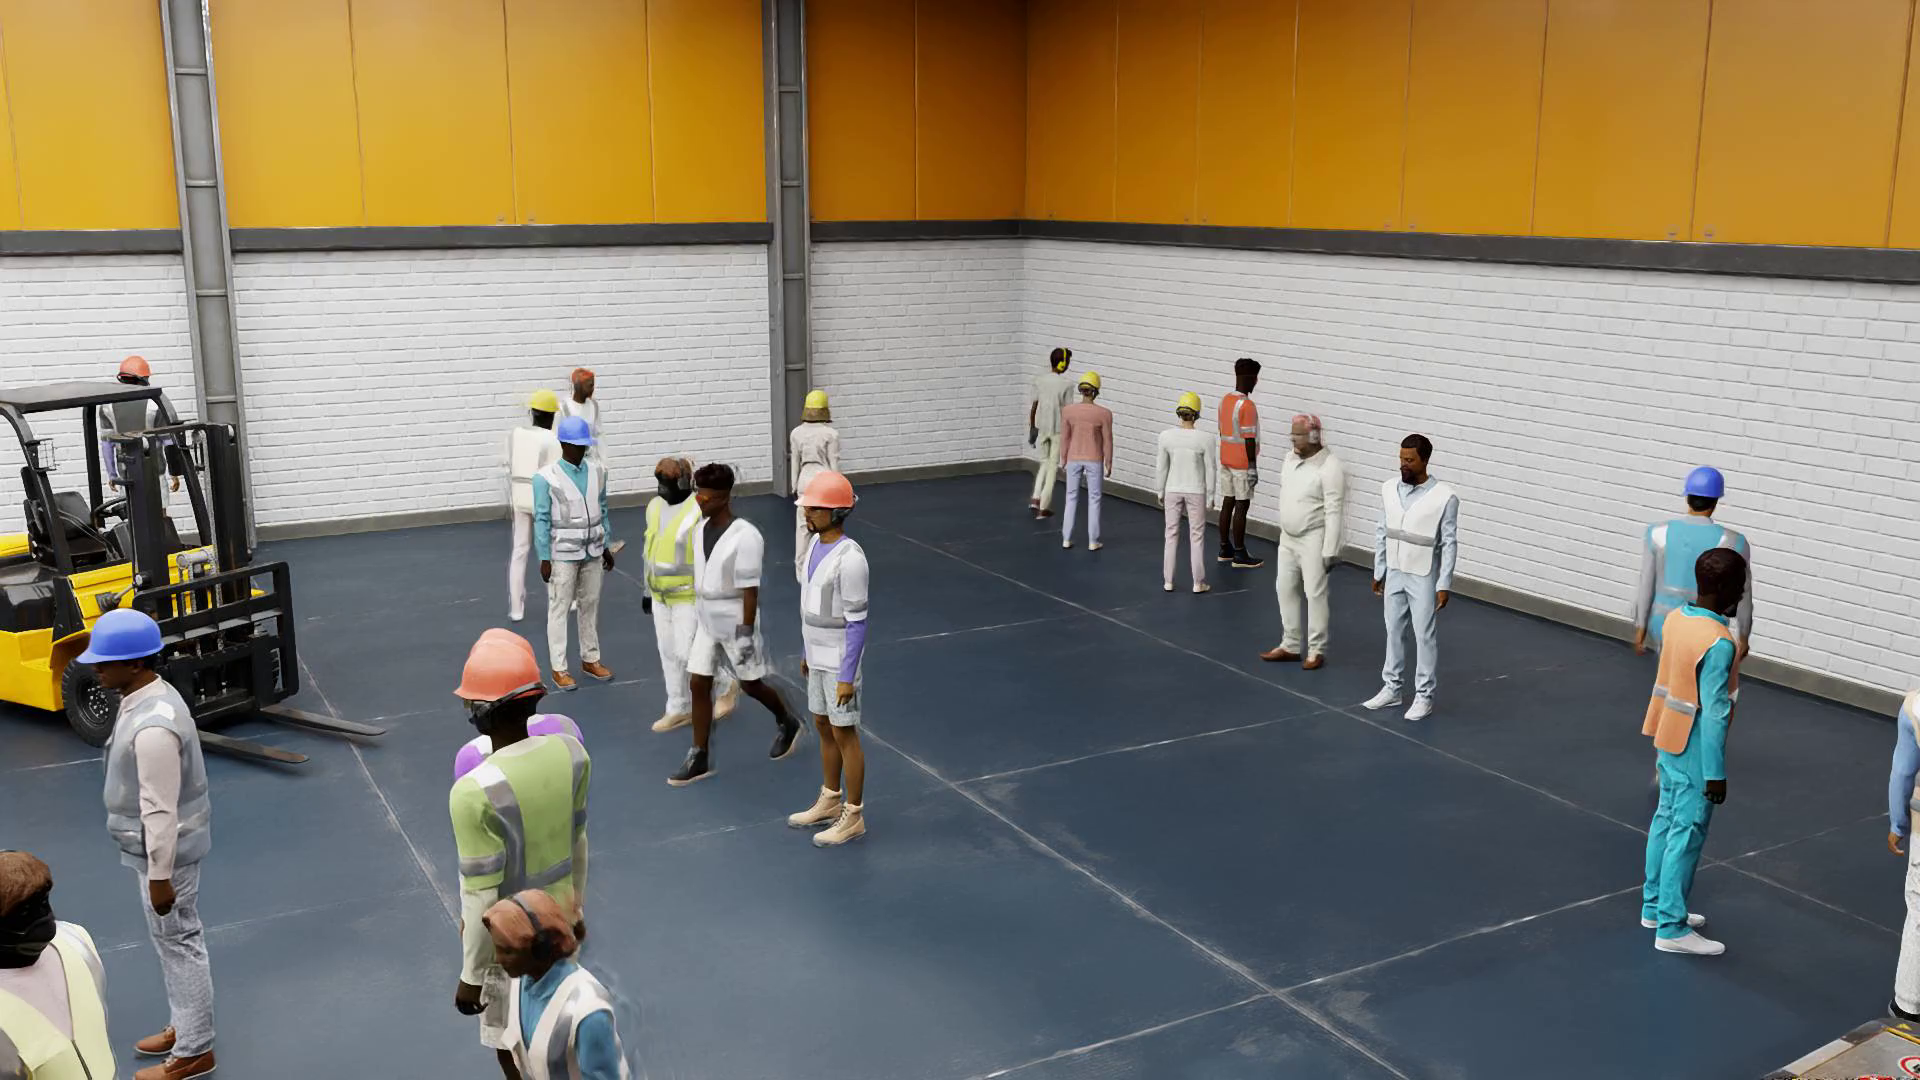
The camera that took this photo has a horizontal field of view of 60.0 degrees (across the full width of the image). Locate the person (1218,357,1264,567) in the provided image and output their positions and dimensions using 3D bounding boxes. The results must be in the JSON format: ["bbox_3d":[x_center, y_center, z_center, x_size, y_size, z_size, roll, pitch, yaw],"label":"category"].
[{"bbox_3d":[2.625,-0.728,15.564,0.368,1.960,0.602,-4,13,-17],"label":"person"}]

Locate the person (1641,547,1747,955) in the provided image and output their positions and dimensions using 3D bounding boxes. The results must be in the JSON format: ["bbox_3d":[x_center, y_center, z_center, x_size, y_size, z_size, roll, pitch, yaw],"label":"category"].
[{"bbox_3d":[3.396,0.970,7.732,0.397,1.911,0.587,1,12,4],"label":"person"}]

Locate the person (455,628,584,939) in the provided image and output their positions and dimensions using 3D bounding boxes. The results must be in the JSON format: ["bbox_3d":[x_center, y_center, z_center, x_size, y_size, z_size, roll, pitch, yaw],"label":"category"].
[{"bbox_3d":[-1.658,1.276,6.244,0.387,1.930,0.544,9,15,35],"label":"person"}]

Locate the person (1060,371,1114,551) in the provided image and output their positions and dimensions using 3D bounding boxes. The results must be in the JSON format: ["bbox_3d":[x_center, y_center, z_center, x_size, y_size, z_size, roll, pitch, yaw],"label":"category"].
[{"bbox_3d":[1.241,-0.767,16.244,0.531,1.754,0.342,4,13,18],"label":"person"}]

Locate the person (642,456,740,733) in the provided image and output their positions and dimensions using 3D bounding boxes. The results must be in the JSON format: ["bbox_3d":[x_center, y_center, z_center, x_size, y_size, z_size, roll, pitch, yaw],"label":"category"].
[{"bbox_3d":[-1.792,0.346,10.851,0.632,1.824,0.508,11,16,42],"label":"person"}]

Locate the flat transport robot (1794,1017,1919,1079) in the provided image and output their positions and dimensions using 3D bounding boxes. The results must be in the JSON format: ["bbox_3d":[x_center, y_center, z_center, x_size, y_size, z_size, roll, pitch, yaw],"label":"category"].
[{"bbox_3d":[3.365,2.139,6.108,1.431,0.197,0.652,-8,14,-33],"label":"flat transport robot"}]

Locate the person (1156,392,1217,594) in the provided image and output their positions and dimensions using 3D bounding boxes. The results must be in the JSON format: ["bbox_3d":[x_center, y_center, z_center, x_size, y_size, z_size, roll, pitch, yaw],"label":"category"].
[{"bbox_3d":[1.976,-0.410,14.531,0.527,1.767,0.331,4,13,20],"label":"person"}]

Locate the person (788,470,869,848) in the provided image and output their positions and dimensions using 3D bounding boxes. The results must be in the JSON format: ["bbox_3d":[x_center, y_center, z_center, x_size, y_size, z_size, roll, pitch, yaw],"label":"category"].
[{"bbox_3d":[-0.706,0.633,8.979,0.365,2.048,0.608,-7,14,-28],"label":"person"}]

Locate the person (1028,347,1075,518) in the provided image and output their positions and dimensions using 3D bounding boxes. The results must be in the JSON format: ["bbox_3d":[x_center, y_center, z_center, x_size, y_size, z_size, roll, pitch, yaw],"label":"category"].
[{"bbox_3d":[1.005,-1.149,17.813,0.531,1.838,0.479,8,15,34],"label":"person"}]

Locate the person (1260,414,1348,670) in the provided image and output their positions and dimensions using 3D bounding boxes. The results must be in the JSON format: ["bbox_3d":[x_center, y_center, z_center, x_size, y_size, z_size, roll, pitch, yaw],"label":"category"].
[{"bbox_3d":[2.535,0.010,12.260,0.442,1.893,0.683,-6,13,-27],"label":"person"}]

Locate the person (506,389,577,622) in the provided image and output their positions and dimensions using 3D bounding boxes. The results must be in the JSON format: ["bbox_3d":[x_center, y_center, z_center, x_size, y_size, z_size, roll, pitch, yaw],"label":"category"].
[{"bbox_3d":[-3.482,-0.283,13.687,0.600,1.891,0.653,4,13,19],"label":"person"}]

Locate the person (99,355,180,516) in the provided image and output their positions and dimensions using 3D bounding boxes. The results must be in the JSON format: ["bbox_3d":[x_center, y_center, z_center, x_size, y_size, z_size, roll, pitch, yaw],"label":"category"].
[{"bbox_3d":[-7.316,-0.629,14.903,0.610,2.041,0.390,-1,12,-6],"label":"person"}]

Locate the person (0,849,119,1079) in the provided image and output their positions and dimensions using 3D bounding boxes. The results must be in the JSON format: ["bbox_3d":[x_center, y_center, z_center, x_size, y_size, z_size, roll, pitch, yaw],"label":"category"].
[{"bbox_3d":[-2.460,1.702,4.451,0.429,1.845,0.621,2,12,11],"label":"person"}]

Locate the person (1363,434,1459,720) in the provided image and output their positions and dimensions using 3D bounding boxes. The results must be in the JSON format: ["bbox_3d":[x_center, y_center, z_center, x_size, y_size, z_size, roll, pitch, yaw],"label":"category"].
[{"bbox_3d":[3.034,0.237,11.138,0.376,1.917,0.600,-10,15,-38],"label":"person"}]

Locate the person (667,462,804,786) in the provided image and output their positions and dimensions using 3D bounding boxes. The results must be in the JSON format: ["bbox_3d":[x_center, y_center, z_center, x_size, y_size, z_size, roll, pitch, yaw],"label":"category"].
[{"bbox_3d":[-1.346,0.472,10.017,0.609,1.942,0.919,10,16,39],"label":"person"}]

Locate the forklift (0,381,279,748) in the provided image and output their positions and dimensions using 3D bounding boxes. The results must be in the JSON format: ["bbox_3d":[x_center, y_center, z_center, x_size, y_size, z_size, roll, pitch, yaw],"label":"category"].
[{"bbox_3d":[-5.853,0.085,11.199,2.313,2.155,1.214,7,14,28],"label":"forklift"}]

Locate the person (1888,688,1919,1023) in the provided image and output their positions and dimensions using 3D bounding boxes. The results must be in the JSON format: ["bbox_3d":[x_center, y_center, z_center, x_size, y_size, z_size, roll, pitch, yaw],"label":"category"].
[{"bbox_3d":[4.165,1.187,6.879,0.590,1.837,0.403,7,14,30],"label":"person"}]

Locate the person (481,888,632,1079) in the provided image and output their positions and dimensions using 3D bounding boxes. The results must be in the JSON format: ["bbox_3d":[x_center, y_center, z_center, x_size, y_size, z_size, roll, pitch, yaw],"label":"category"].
[{"bbox_3d":[-1.083,1.733,4.986,0.530,1.559,1.006,12,17,43],"label":"person"}]

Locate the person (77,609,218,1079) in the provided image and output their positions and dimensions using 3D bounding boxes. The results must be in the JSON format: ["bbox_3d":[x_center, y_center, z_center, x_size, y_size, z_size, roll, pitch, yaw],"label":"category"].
[{"bbox_3d":[-3.167,1.206,6.562,0.408,1.942,0.609,-6,14,-27],"label":"person"}]

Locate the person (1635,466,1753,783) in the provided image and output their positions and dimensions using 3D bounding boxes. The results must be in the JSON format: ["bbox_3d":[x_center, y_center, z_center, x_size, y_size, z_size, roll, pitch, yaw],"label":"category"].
[{"bbox_3d":[4.382,0.504,9.950,0.634,1.899,1.012,10,15,38],"label":"person"}]

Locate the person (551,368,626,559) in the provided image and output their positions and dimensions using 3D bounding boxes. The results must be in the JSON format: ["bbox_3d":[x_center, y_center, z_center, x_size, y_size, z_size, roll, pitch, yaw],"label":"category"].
[{"bbox_3d":[-3.613,-0.724,15.856,1.048,1.815,0.592,7,14,29],"label":"person"}]

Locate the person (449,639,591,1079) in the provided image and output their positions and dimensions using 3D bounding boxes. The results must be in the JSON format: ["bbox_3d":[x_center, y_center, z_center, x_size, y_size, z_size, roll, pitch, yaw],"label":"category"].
[{"bbox_3d":[-1.517,1.335,5.700,0.391,2.040,0.615,6,13,25],"label":"person"}]

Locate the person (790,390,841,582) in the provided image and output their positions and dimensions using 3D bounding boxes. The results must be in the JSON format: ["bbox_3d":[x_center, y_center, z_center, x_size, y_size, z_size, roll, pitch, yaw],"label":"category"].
[{"bbox_3d":[-1.279,-0.468,14.881,0.490,1.738,0.333,5,13,24],"label":"person"}]

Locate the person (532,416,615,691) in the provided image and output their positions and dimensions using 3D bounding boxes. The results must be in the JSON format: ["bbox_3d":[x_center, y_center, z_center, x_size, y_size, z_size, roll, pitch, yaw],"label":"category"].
[{"bbox_3d":[-2.724,0.081,11.804,0.402,1.943,0.617,10,16,40],"label":"person"}]
